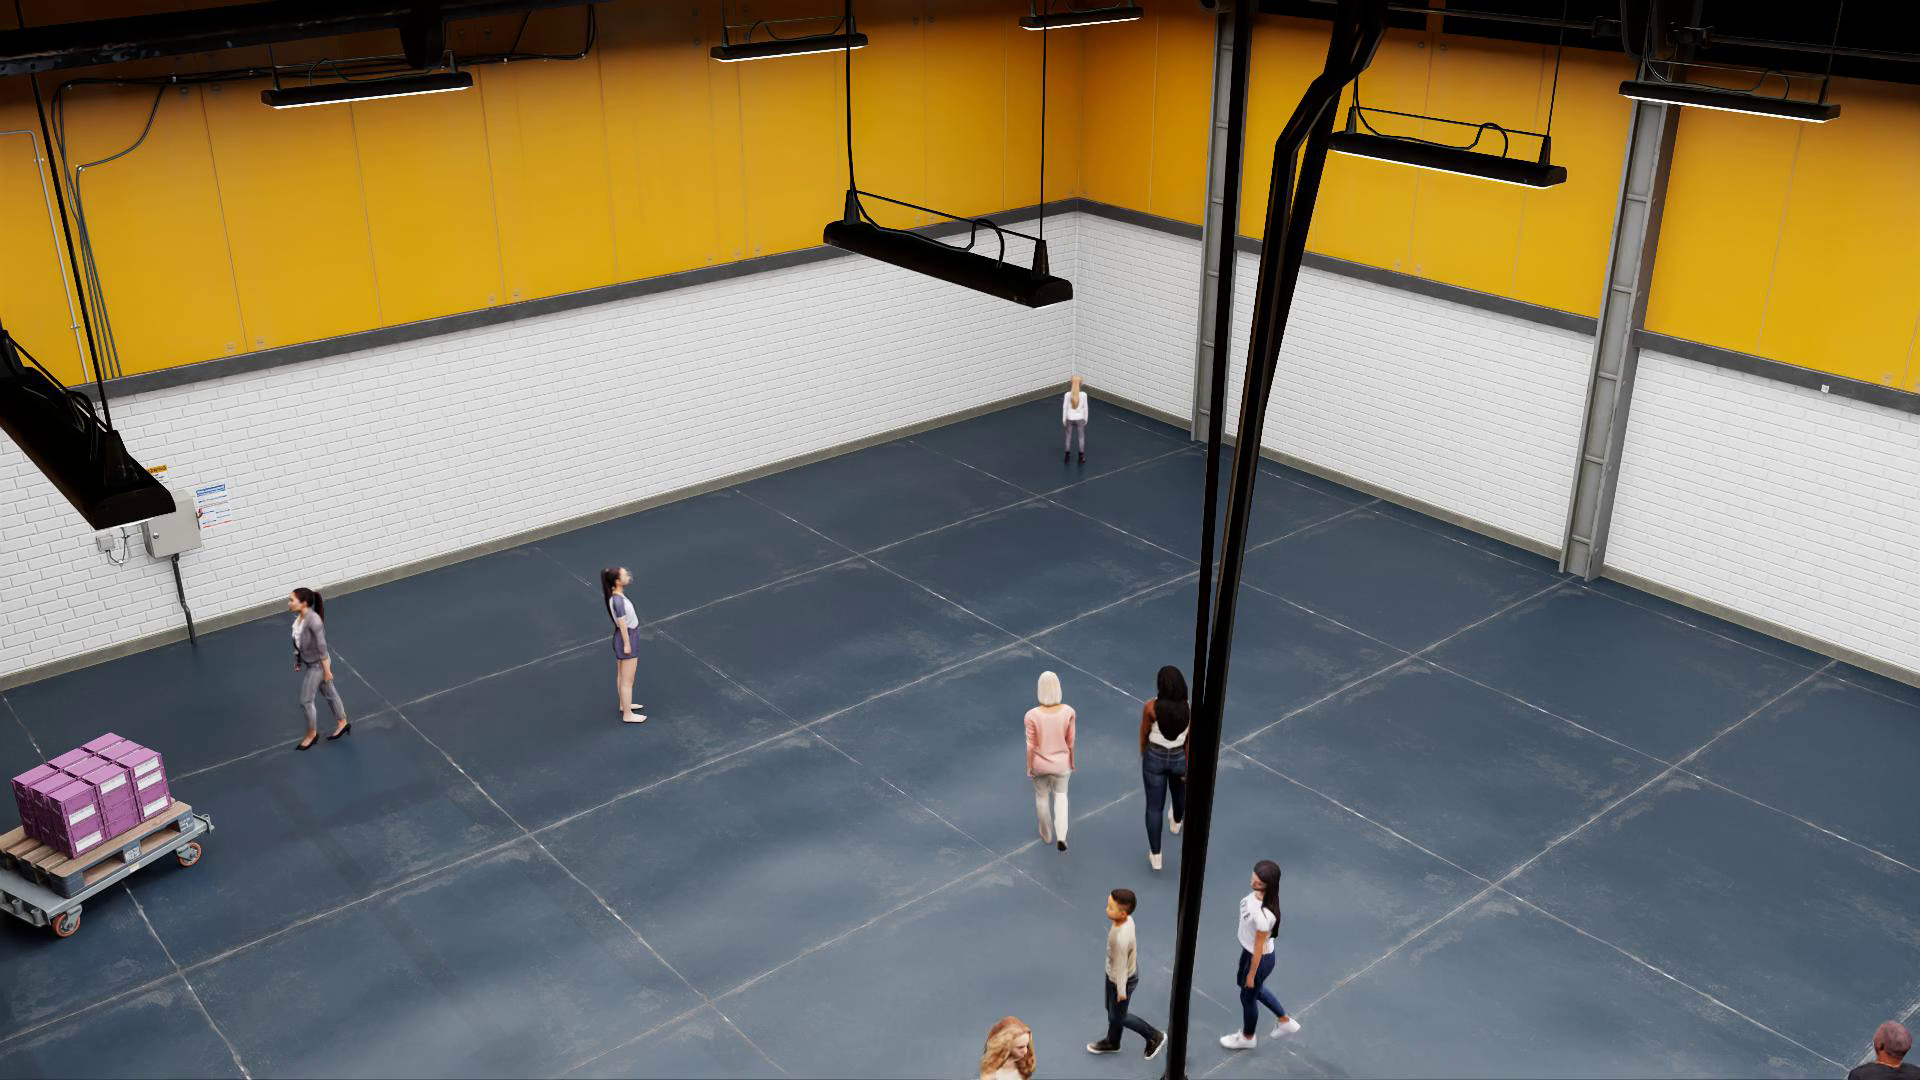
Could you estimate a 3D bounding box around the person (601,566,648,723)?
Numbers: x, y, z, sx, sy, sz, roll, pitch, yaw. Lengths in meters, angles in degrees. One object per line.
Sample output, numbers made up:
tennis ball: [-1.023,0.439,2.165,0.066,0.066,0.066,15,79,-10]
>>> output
person: [-3.348,1.018,16.531,0.723,1.649,0.589,-8,25,-17]

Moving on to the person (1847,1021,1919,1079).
person: [5.550,3.760,10.086,0.888,1.788,0.952,-2,24,-5]

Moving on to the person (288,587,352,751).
person: [-6.139,1.207,16.094,0.717,1.652,0.747,-15,28,-31]

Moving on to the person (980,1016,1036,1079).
person: [0.172,3.661,10.370,0.645,1.740,0.690,-20,31,-38]

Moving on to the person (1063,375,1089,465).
person: [1.604,-1.680,23.169,0.584,1.277,0.651,4,24,8]

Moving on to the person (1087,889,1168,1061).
person: [1.230,3.131,11.947,0.866,1.449,0.824,0,24,1]

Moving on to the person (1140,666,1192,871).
person: [1.761,1.969,14.217,1.087,1.760,1.178,2,24,4]

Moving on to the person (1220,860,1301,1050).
person: [2.204,2.998,11.870,0.950,1.755,0.883,6,24,13]

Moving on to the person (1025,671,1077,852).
person: [0.798,1.953,14.314,0.847,1.711,0.957,-3,24,-7]
